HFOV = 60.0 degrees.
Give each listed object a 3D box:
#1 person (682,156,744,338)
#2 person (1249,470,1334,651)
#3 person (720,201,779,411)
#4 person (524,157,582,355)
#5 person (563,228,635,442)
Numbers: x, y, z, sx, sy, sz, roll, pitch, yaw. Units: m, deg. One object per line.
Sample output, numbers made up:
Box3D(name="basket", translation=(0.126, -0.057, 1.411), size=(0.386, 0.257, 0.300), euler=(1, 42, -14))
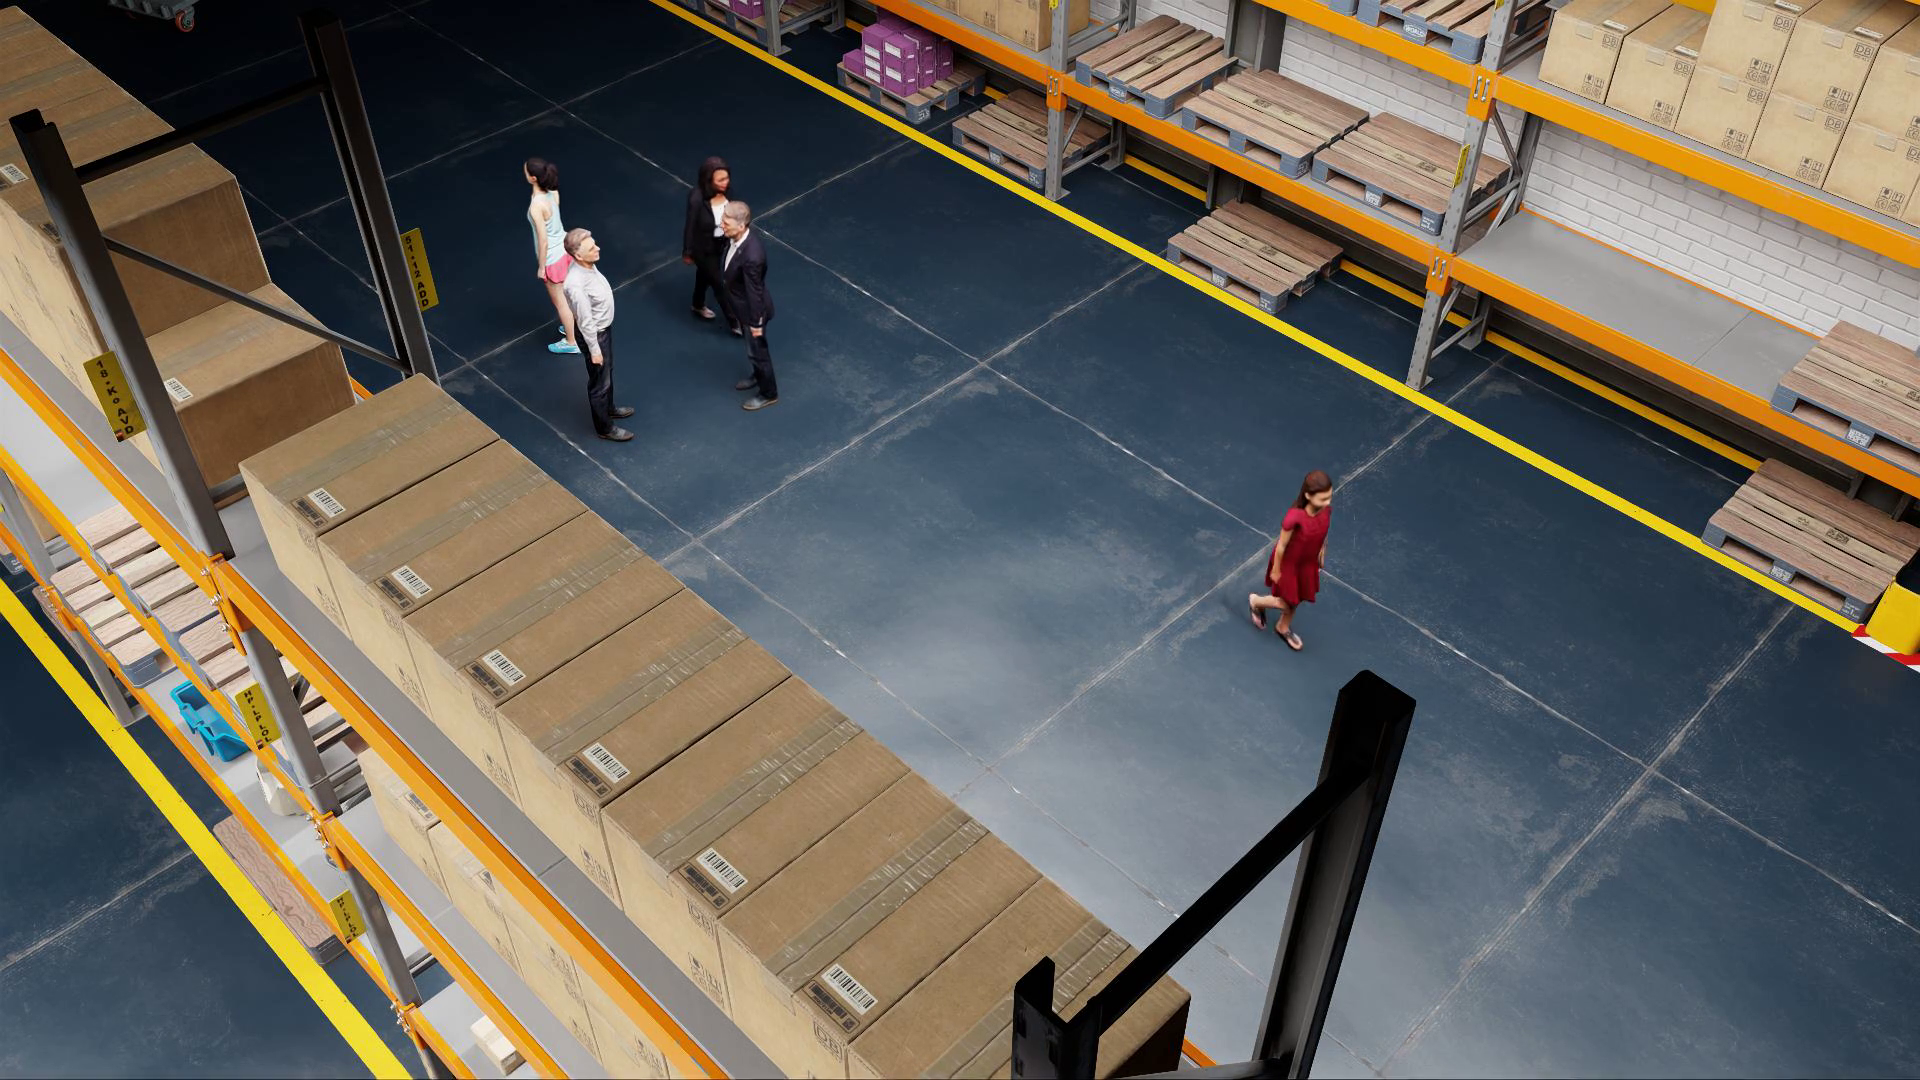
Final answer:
Box3D(name="person", translation=(-2.119, -2.444, 13.633), size=(1.072, 1.567, 0.826), euler=(24, 49, 23))
Box3D(name="person", translation=(2.184, 0.086, 10.995), size=(0.623, 1.544, 0.780), euler=(-26, 49, -25))
Box3D(name="person", translation=(-1.610, -1.835, 12.815), size=(0.828, 1.813, 0.701), euler=(-12, 45, -12))
Box3D(name="person", translation=(-3.263, -2.281, 13.319), size=(0.737, 1.765, 0.701), euler=(7, 44, 7))
Box3D(name="person", translation=(-2.752, -1.569, 12.532), size=(0.798, 1.820, 0.724), euler=(-2, 44, -2))
